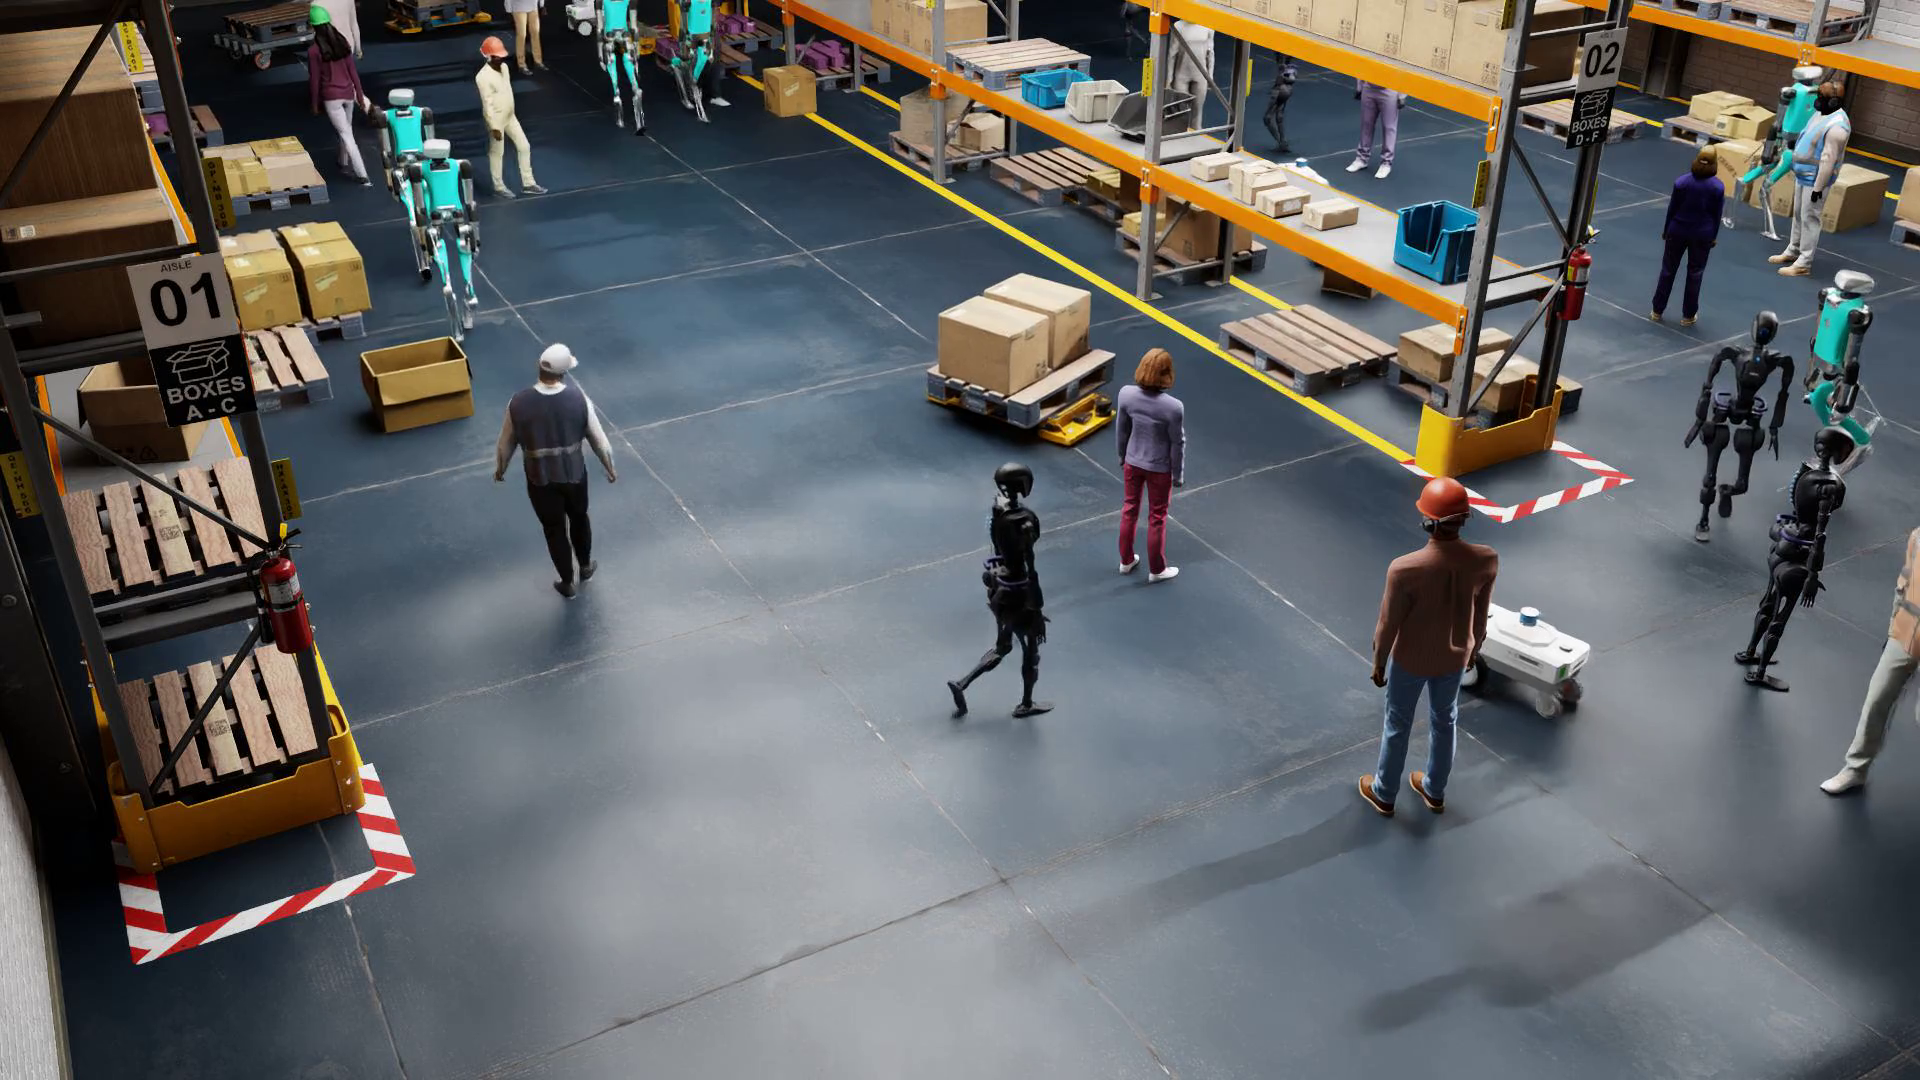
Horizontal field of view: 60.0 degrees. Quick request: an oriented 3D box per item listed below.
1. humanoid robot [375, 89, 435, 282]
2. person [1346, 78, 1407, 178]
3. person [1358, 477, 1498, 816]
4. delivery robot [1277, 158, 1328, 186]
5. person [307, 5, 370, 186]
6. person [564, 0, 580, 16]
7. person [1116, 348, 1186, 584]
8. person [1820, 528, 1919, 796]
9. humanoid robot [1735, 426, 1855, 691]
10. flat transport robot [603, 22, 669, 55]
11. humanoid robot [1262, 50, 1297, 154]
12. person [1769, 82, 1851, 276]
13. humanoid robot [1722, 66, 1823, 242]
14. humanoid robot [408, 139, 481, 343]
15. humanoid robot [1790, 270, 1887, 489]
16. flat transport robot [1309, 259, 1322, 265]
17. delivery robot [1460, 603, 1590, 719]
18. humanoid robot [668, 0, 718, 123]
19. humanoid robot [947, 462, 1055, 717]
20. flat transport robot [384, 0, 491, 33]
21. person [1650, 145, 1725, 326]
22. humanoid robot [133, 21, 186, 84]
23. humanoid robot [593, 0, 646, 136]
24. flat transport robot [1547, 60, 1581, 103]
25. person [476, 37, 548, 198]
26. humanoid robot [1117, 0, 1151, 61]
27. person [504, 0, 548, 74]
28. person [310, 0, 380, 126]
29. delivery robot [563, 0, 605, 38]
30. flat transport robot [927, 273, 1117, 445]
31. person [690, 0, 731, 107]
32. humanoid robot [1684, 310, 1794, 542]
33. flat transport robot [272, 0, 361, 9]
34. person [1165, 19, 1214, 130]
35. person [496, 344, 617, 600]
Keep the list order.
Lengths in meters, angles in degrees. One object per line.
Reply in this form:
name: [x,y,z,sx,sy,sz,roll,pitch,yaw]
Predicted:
humanoid robot: [-5.138,-3.290,15.740,0.531,1.786,1.050,-10,31,-17]
person: [4.671,-4.992,18.460,0.650,1.904,0.406,23,37,34]
person: [2.431,0.580,8.682,0.610,1.986,0.402,-5,30,-9]
delivery robot: [3.586,-3.748,17.636,0.499,0.583,0.777,-10,31,-17]
person: [-6.907,-4.890,18.273,0.959,1.904,0.519,24,37,35]
person: [-5.835,-8.831,25.244,0.717,1.801,0.732,-8,31,-14]
person: [1.243,-0.486,10.881,0.497,1.633,0.279,21,36,32]
person: [5.195,0.528,8.857,0.821,1.901,0.583,-13,32,-21]
humanoid robot: [4.960,0.079,9.846,0.315,1.655,0.599,7,31,12]
flat transport robot: [-4.720,-7.242,24.017,0.659,0.231,1.431,-15,33,-24]
humanoid robot: [3.712,-5.277,19.178,0.355,1.642,0.591,7,31,13]
person: [8.110,-3.437,15.828,0.431,1.836,0.622,4,30,7]
humanoid robot: [8.182,-3.941,16.841,0.538,1.828,0.822,-8,31,-13]
humanoid robot: [-4.361,-2.478,14.303,0.530,1.783,1.000,-9,31,-16]
humanoid robot: [6.291,-1.016,11.761,0.670,1.850,0.537,-2,30,-3]
flat transport robot: [4.201,-2.737,16.175,1.431,0.231,0.659,18,34,28]
delivery robot: [3.353,0.673,9.944,0.499,0.587,0.787,-26,39,-38]
humanoid robot: [-3.376,-6.060,20.545,0.532,1.751,0.981,-26,39,-37]
humanoid robot: [0.245,0.307,9.473,0.586,1.636,0.597,-11,32,-19]
flat transport robot: [-7.907,-7.899,25.161,1.431,0.231,0.659,-23,37,-34]
person: [6.477,-2.705,14.756,0.450,1.623,0.337,15,33,25]
humanoid robot: [-10.656,-6.772,21.825,0.759,1.627,0.608,21,36,32]
humanoid robot: [-4.008,-5.741,19.981,0.586,1.803,0.955,-13,32,-21]
flat transport robot: [7.247,-5.656,21.255,0.659,0.231,1.431,-16,33,-25]
person: [-4.806,-4.480,17.736,0.690,1.726,0.600,9,31,16]
humanoid robot: [2.447,-7.461,22.994,0.469,1.645,0.584,9,31,15]
person: [-5.877,-7.223,22.504,0.354,1.742,0.583,25,38,37]
person: [-7.466,-5.952,20.135,0.838,1.911,0.627,13,32,22]
delivery robot: [-5.470,-7.791,24.676,0.780,0.586,0.499,-20,35,-31]
flat transport robot: [0.490,-1.133,13.382,1.431,0.231,0.659,22,36,33]
person: [-3.186,-6.370,20.926,0.477,1.832,0.605,20,36,31]
humanoid robot: [5.331,-0.811,11.416,0.601,1.636,0.580,8,31,14]
flat transport robot: [-10.011,-8.184,25.657,0.659,0.231,1.431,14,33,23]
person: [2.626,-5.329,19.063,0.564,1.888,0.379,-2,30,-4]
person: [-2.575,-0.423,10.693,0.754,1.729,0.437,-11,32,-18]
